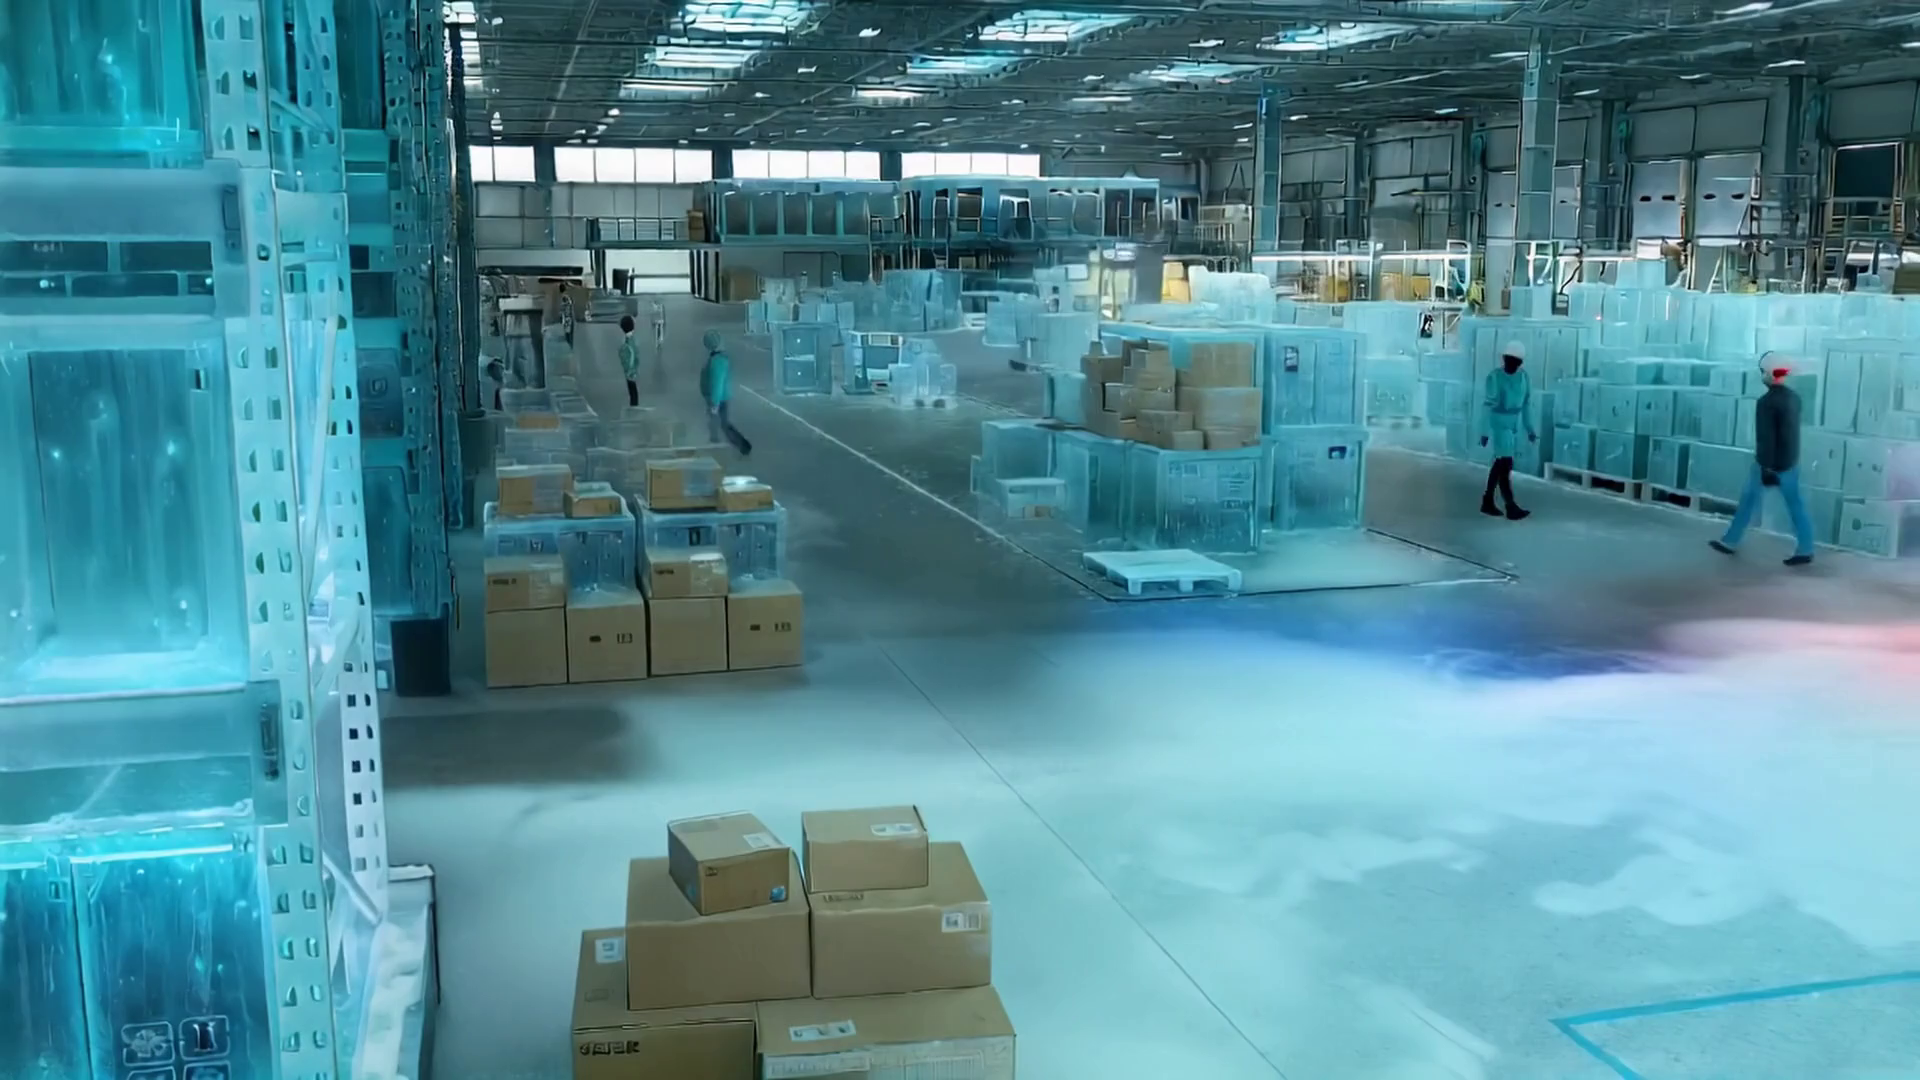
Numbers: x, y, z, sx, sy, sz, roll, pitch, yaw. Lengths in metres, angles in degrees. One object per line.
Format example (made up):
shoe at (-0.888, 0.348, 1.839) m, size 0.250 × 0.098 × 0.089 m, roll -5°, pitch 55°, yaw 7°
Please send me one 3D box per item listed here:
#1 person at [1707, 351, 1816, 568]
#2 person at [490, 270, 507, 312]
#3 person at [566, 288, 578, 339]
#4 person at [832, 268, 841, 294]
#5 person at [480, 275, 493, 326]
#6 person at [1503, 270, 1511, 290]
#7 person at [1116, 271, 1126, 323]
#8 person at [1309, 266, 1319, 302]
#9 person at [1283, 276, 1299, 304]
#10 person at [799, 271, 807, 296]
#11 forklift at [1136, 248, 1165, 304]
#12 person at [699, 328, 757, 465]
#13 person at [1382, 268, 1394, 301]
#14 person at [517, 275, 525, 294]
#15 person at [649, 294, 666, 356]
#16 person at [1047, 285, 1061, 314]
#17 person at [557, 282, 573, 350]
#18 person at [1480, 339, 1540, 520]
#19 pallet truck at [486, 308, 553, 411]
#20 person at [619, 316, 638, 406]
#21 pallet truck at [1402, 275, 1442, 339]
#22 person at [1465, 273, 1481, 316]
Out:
person at (7.323, -0.730, 14.996) m, size 0.603 × 1.942 × 1.050 m, roll -5°, pitch 11°, yaw -25°
person at (-17.968, -9.538, 64.761) m, size 0.625 × 1.973 × 0.781 m, roll -1°, pitch 10°, yaw -7°
person at (-12.102, -7.026, 51.638) m, size 0.495 × 1.578 × 0.882 m, roll -2°, pitch 10°, yaw -13°
person at (-5.445, -10.881, 72.506) m, size 0.629 × 1.916 × 0.587 m, roll 6°, pitch 12°, yaw 32°
person at (-17.013, -8.609, 59.899) m, size 0.600 × 1.827 × 0.404 m, roll 7°, pitch 12°, yaw 36°
person at (23.453, -10.634, 71.287) m, size 0.534 × 1.853 × 0.392 m, roll -3°, pitch 10°, yaw -17°
person at (5.665, -8.405, 58.143) m, size 0.536 × 2.000 × 0.673 m, roll 4°, pitch 11°, yaw 21°
person at (17.669, -12.733, 83.046) m, size 0.396 × 1.910 × 0.585 m, roll -9°, pitch 14°, yaw -43°
person at (11.197, -7.979, 56.226) m, size 0.596 × 1.861 × 0.653 m, roll 4°, pitch 11°, yaw 23°
person at (-6.699, -10.582, 71.092) m, size 1.003 × 1.835 × 0.592 m, roll 3°, pitch 10°, yaw 16°
forklift at (4.281, -5.176, 37.483) m, size 1.873 × 2.768 × 1.129 m, roll -3°, pitch 10°, yaw -15°
person at (-3.117, -1.862, 21.749) m, size 0.861 × 1.812 × 0.632 m, roll -2°, pitch 10°, yaw -11°
person at (19.271, -11.270, 74.713) m, size 0.829 × 1.920 × 0.616 m, roll -8°, pitch 13°, yaw -38°
person at (-17.343, -9.592, 65.734) m, size 0.313 × 1.735 × 0.483 m, roll -7°, pitch 12°, yaw -36°
person at (-7.958, -5.642, 43.682) m, size 0.518 × 1.626 × 0.526 m, roll -8°, pitch 13°, yaw -39°
person at (2.496, -5.832, 44.102) m, size 0.325 × 1.860 × 0.511 m, roll -8°, pitch 13°, yaw -40°
person at (-10.244, -5.720, 43.170) m, size 0.374 × 1.960 × 0.600 m, roll -1°, pitch 10°, yaw -3°
person at (5.837, -1.158, 17.519) m, size 0.568 × 1.901 × 0.886 m, roll -6°, pitch 12°, yaw -32°
pallet truck at (-6.242, -2.418, 24.362) m, size 0.823 × 1.965 × 1.885 m, roll 1°, pitch 10°, yaw 3°
person at (-5.650, -2.975, 28.370) m, size 0.317 × 1.695 × 0.540 m, roll -3°, pitch 10°, yaw -17°
pallet truck at (14.620, -7.324, 52.145) m, size 0.823 × 1.965 × 1.885 m, roll 8°, pitch 13°, yaw 40°
person at (18.363, -8.595, 59.548) m, size 0.594 × 1.922 × 0.385 m, roll -2°, pitch 10°, yaw -9°
